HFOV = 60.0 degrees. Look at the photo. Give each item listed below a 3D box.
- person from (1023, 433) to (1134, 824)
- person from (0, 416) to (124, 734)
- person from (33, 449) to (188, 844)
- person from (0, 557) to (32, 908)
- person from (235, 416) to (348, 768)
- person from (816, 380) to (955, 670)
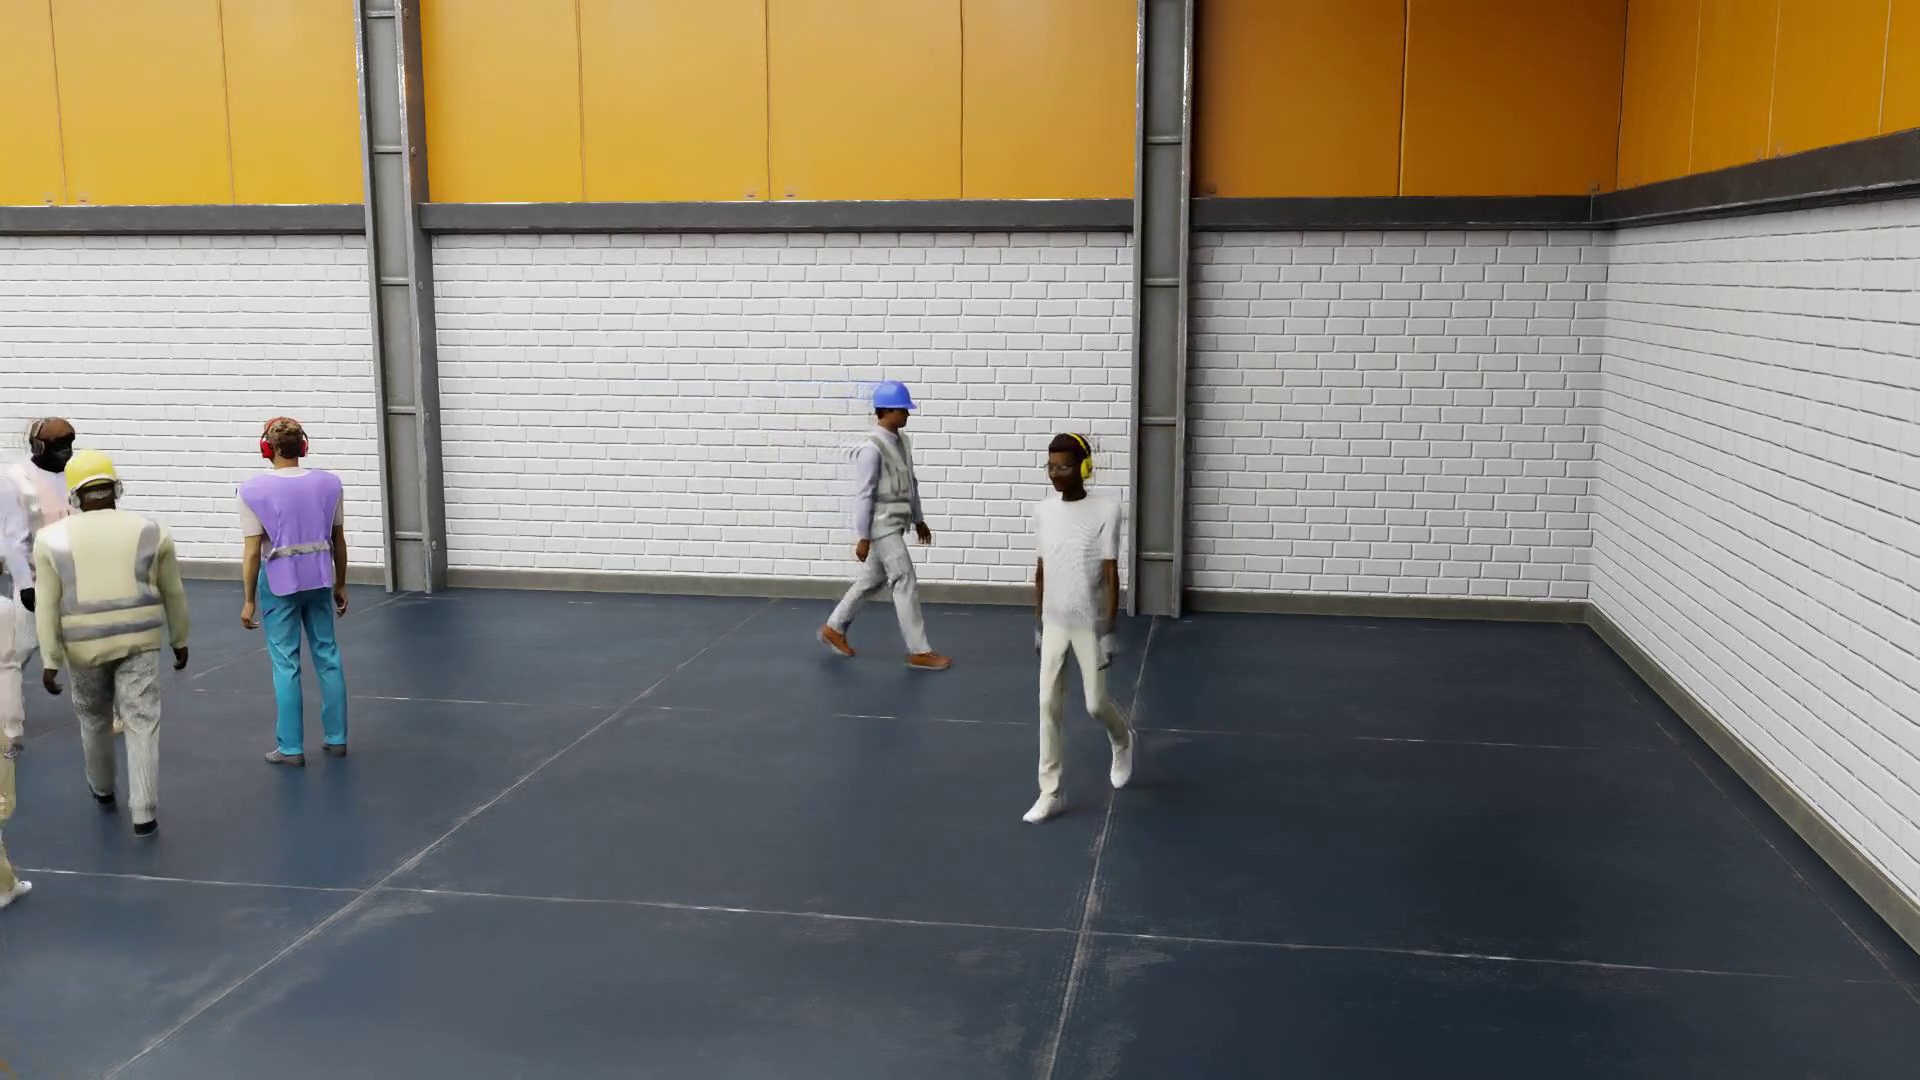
[{"bbox_3d":[0.585,0.394,8.006,0.522,1.849,0.782,5,11,30],"label":"person"},{"bbox_3d":[-5.169,0.194,9.407,0.902,1.806,0.604,5,11,30],"label":"person"},{"bbox_3d":[-3.949,0.465,7.767,0.628,1.776,0.919,-5,11,-29],"label":"person"},{"bbox_3d":[-3.984,0.748,6.571,0.521,1.609,0.660,3,10,16],"label":"person"},{"bbox_3d":[-3.484,0.275,8.750,0.374,1.843,0.566,8,12,42],"label":"person"},{"bbox_3d":[-0.535,-0.105,10.943,0.982,1.912,0.612,3,10,16],"label":"person"}]
